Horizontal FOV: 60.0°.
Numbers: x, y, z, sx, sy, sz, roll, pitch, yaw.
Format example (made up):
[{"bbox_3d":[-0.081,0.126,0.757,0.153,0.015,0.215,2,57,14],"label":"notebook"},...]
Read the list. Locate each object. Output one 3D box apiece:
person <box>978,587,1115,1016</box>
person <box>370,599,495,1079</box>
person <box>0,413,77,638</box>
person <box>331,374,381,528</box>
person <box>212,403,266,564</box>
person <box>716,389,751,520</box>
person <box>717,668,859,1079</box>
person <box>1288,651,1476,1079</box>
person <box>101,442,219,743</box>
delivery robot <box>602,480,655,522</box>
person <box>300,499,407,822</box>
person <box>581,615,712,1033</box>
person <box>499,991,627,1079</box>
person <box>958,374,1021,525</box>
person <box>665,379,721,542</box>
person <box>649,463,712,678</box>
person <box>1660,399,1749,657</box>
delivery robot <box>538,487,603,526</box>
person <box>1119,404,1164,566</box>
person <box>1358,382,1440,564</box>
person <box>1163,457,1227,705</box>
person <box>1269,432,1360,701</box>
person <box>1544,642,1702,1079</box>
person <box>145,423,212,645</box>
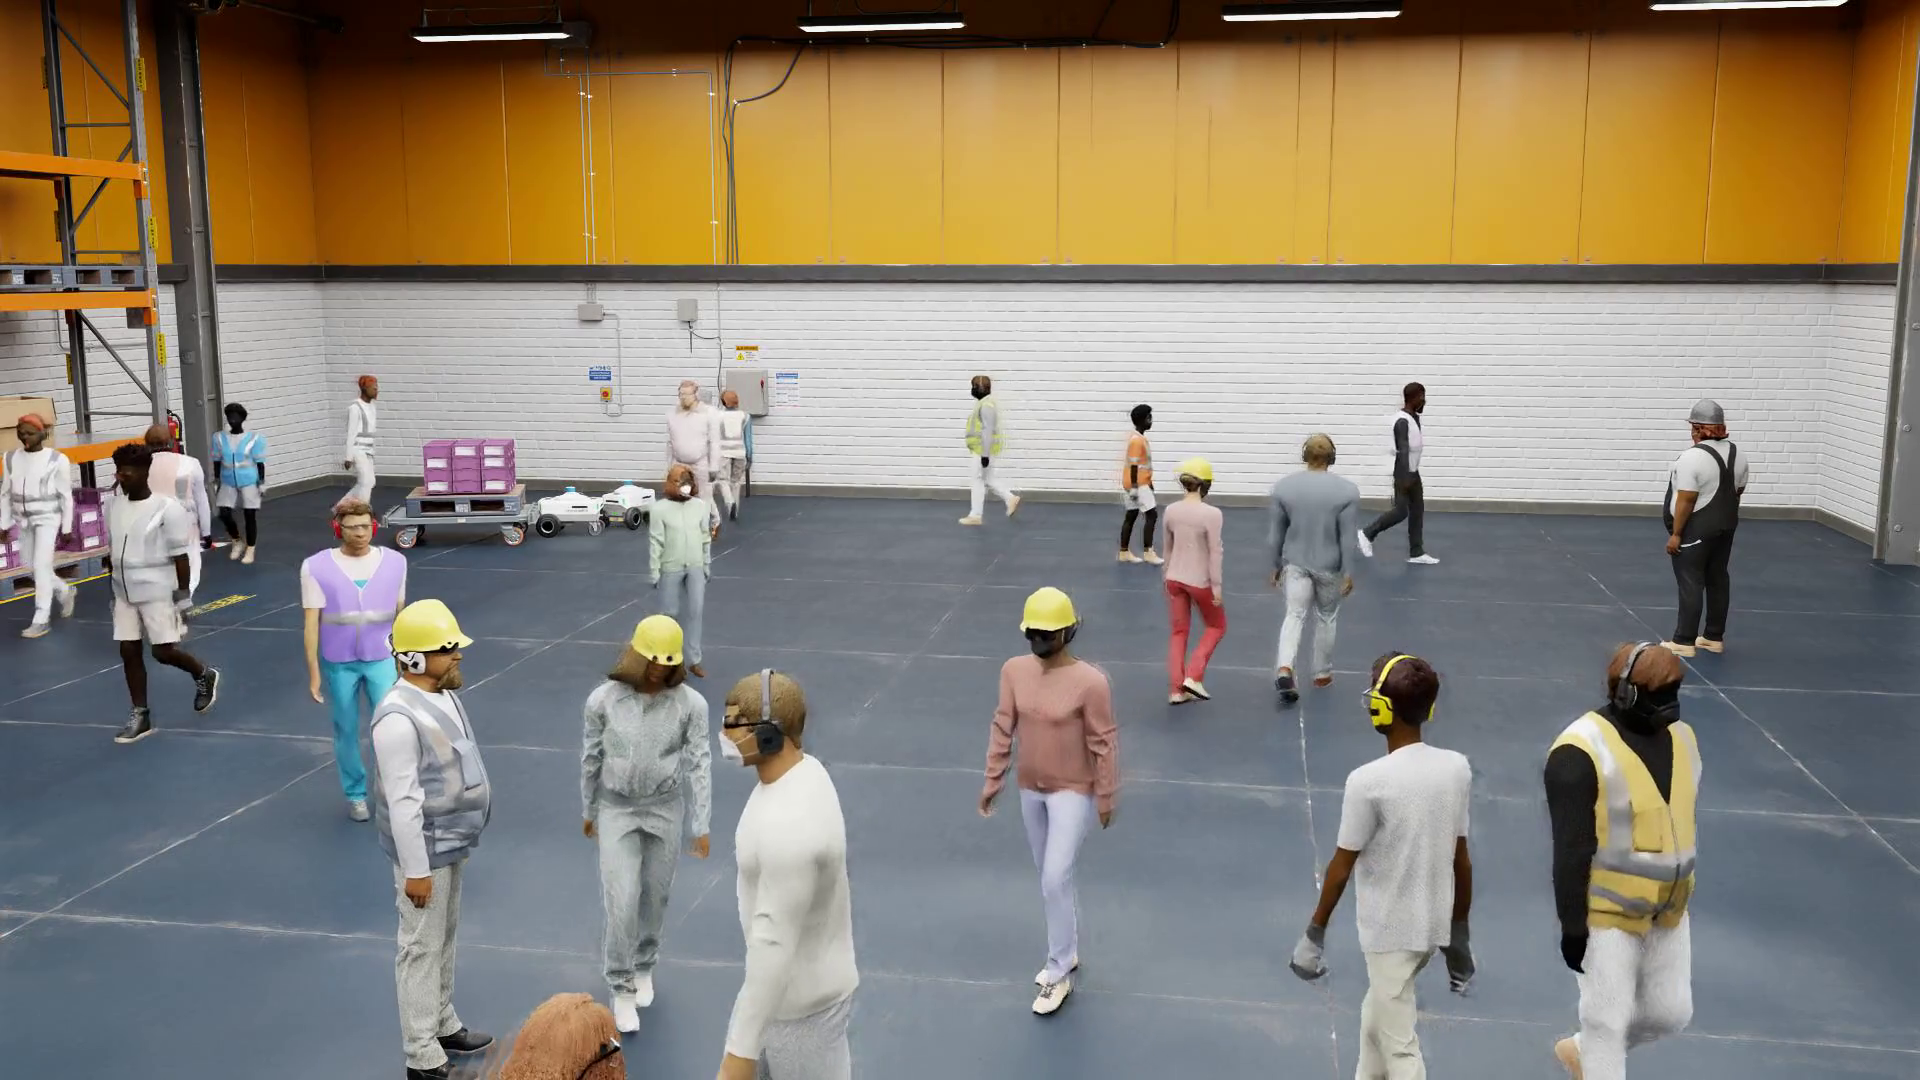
[{"bbox_3d":[0.334,1.060,6.900,0.537,1.744,0.676,8,12,40],"label":"person"},{"bbox_3d":[-1.960,1.125,6.228,0.403,1.835,0.588,-1,9,-3],"label":"person"},{"bbox_3d":[-7.751,-0.152,14.052,0.579,1.865,0.802,1,9,7],"label":"person"},{"bbox_3d":[-7.154,-1.044,19.677,0.659,1.844,0.594,0,9,1],"label":"person"},{"bbox_3d":[-7.473,-0.583,17.253,0.551,1.684,0.367,-1,9,-6],"label":"person"},{"bbox_3d":[-2.783,-1.026,20.261,0.525,1.621,0.649,-4,10,-23],"label":"person"},{"bbox_3d":[-0.575,1.319,4.787,0.723,1.921,0.659,-1,9,-9],"label":"person"},{"bbox_3d":[1.317,1.261,5.404,0.515,1.838,0.877,-6,11,-35],"label":"person"},{"bbox_3d":[-5.285,0.315,10.914,0.611,1.945,0.725,3,9,15],"label":"person"},{"bbox_3d":[-3.943,-0.475,19.820,0.477,0.478,0.707,4,10,22],"label":"delivery robot"},{"bbox_3d":[-3.224,0.692,8.983,0.576,1.813,0.845,-5,10,-29],"label":"person"},{"bbox_3d":[-1.261,1.111,6.718,0.510,1.687,0.627,-2,9,-15],"label":"person"},{"bbox_3d":[-0.827,1.702,3.416,0.507,1.582,0.850,3,10,18],"label":"person"},{"bbox_3d":[0.347,-1.080,19.973,0.669,1.822,0.625,0,9,1],"label":"person"},{"bbox_3d":[-2.911,-0.833,18.279,0.643,1.886,0.820,2,9,11],"label":"person"},{"bbox_3d":[-2.130,0.210,12.596,0.501,1.614,0.624,-6,11,-32],"label":"person"},{"bbox_3d":[5.844,-0.102,13.199,0.672,2.000,0.536,-4,10,-25],"label":"person"},{"bbox_3d":[-4.483,-0.372,19.186,0.707,0.478,0.477,-1,9,-4],"label":"delivery robot"},{"bbox_3d":[1.934,-0.564,17.207,0.630,1.677,0.538,1,9,5],"label":"person"},{"bbox_3d":[4.612,-0.700,17.343,0.766,1.899,0.603,5,11,31],"label":"person"},{"bbox_3d":[1.641,0.292,11.648,0.404,1.746,0.554,-8,12,-42],"label":"person"},{"bbox_3d":[2.491,0.189,11.816,0.637,1.914,0.891,4,10,24],"label":"person"},{"bbox_3d":[2.225,1.227,5.622,0.637,1.827,0.535,-4,10,-24],"label":"person"},{"bbox_3d":[-6.457,-0.046,13.553,0.626,1.822,0.779,-1,9,-7],"label":"person"}]
